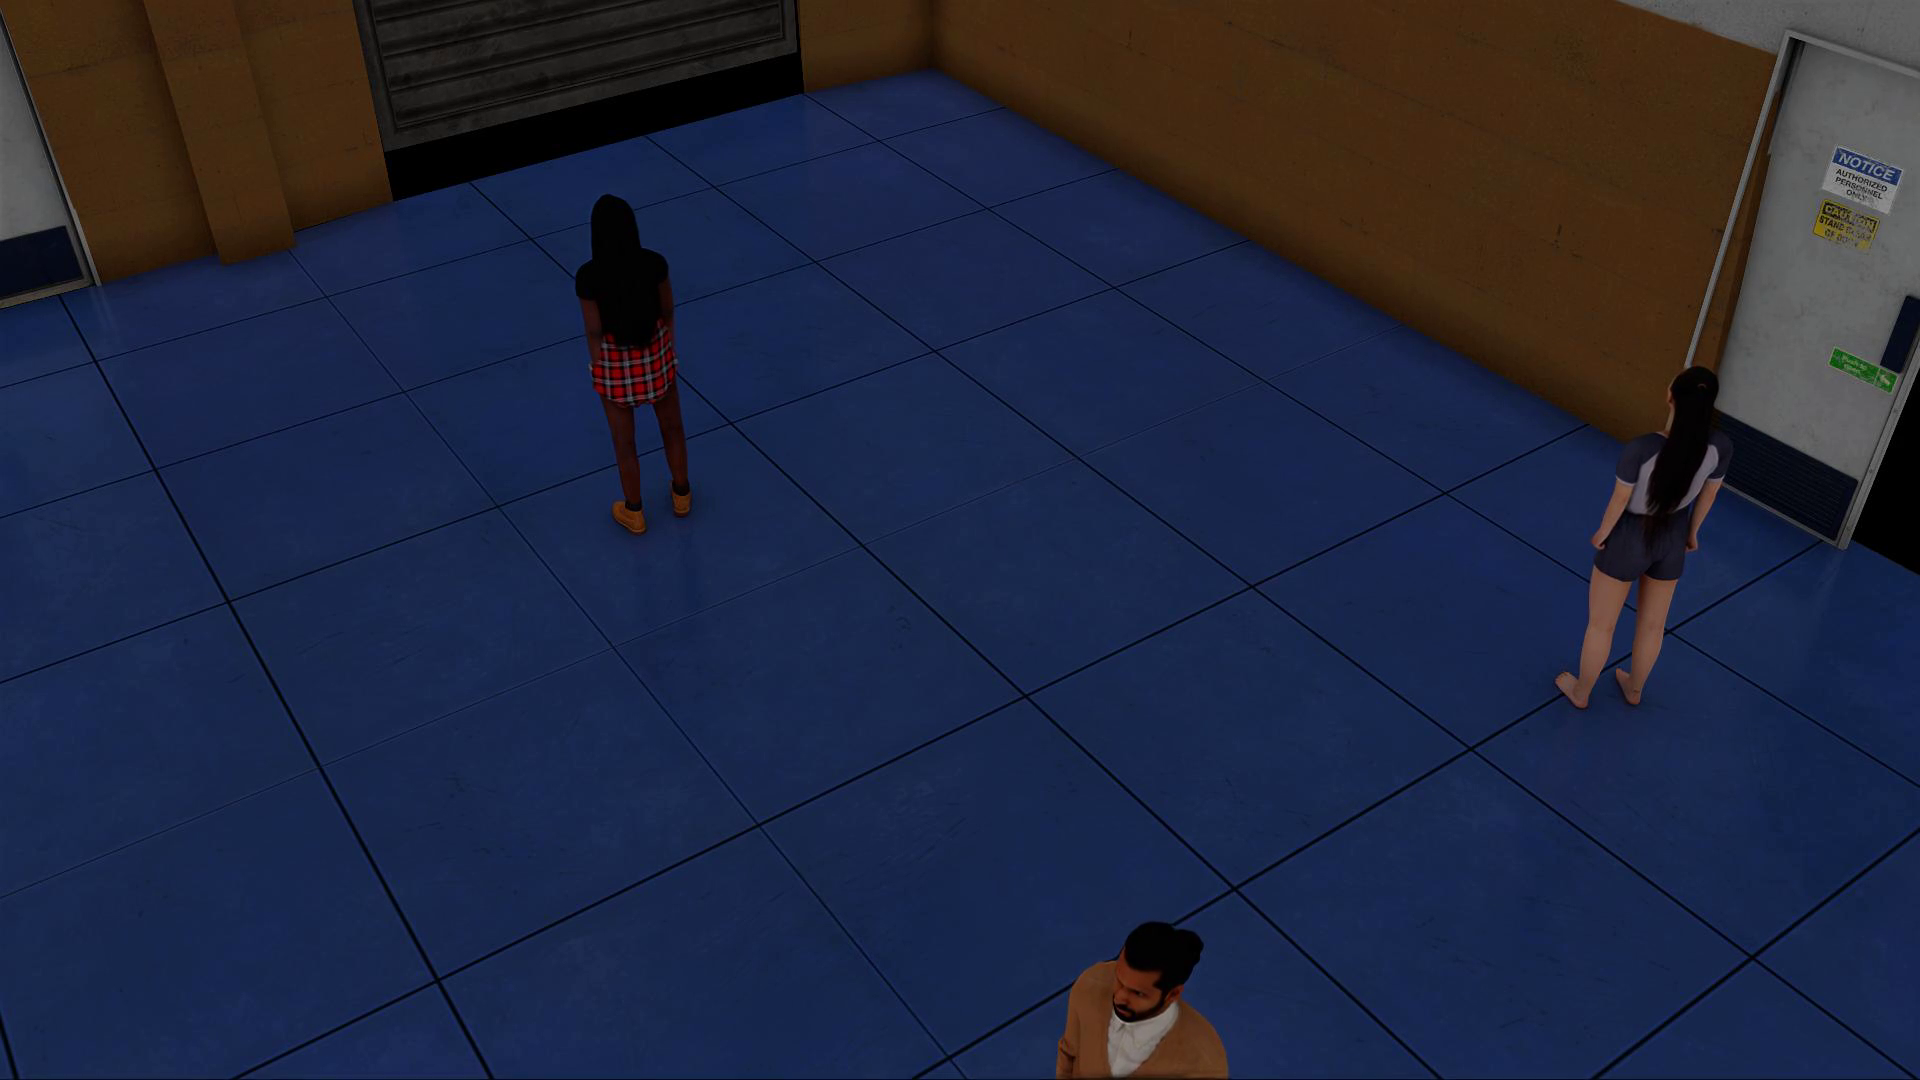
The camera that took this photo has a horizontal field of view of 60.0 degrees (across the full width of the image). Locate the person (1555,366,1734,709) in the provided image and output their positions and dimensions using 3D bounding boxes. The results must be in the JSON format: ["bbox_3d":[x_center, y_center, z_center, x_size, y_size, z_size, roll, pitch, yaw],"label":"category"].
[{"bbox_3d":[2.791,0.020,6.746,0.622,1.651,0.732,-3,37,-4],"label":"person"}]

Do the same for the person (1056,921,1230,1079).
[{"bbox_3d":[0.459,1.643,4.497,0.711,1.754,0.671,28,45,32],"label":"person"}]

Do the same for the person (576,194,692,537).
[{"bbox_3d":[-1.522,-0.812,7.790,0.542,1.729,0.675,-20,41,-24],"label":"person"}]
